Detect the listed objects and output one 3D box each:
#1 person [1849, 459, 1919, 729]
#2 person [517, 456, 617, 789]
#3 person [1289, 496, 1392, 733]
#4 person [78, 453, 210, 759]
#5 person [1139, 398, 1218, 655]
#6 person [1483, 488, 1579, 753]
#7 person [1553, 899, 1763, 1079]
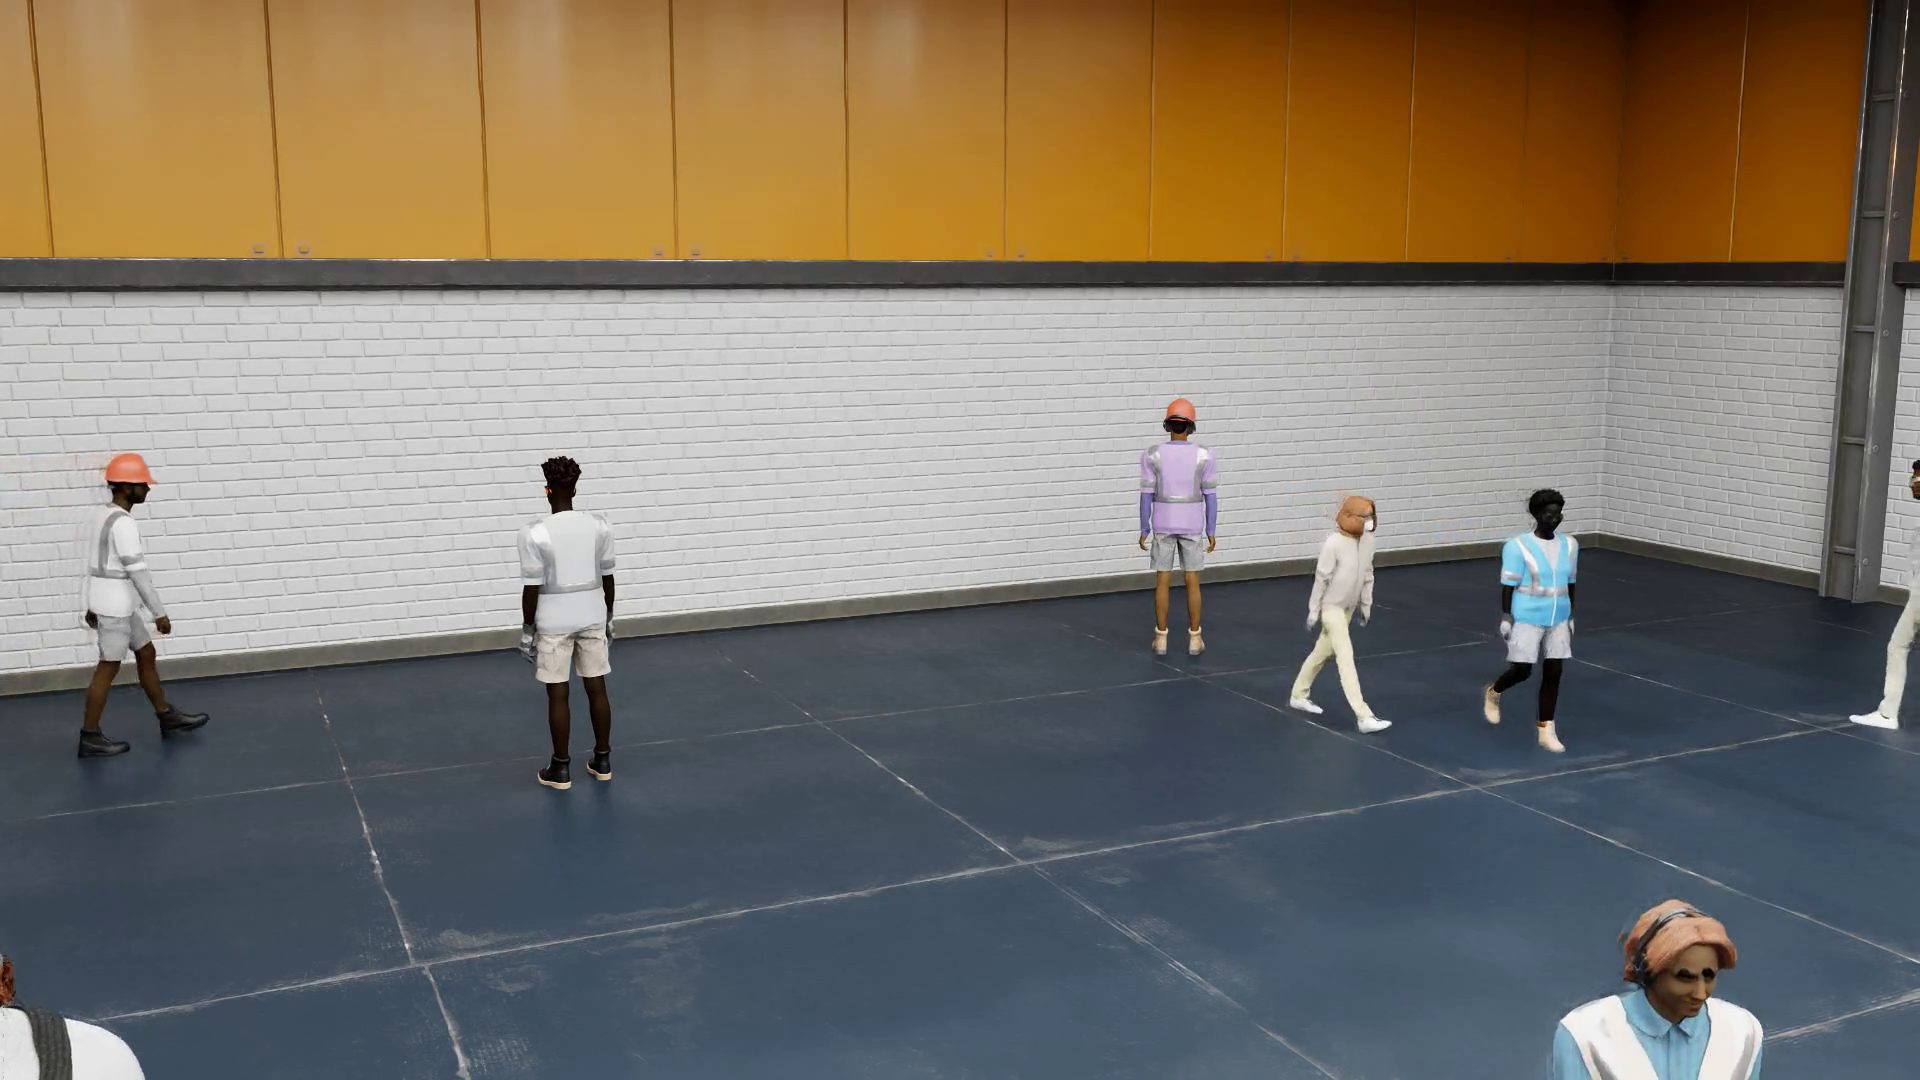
[{"bbox_3d":[6.380,0.382,10.827,0.519,1.845,0.856,-8,12,-40],"label":"person"},{"bbox_3d":[-2.306,0.482,9.804,0.601,1.967,0.369,-7,11,-35],"label":"person"},{"bbox_3d":[2.565,0.468,11.149,0.509,1.559,0.925,-8,12,-41],"label":"person"},{"bbox_3d":[-5.211,0.399,10.535,0.922,1.893,0.590,-7,12,-37],"label":"person"},{"bbox_3d":[1.729,-0.106,13.223,0.615,2.041,0.392,1,9,6],"label":"person"},{"bbox_3d":[3.667,0.488,10.658,0.542,1.684,0.577,-2,9,-15],"label":"person"},{"bbox_3d":[1.592,1.616,3.842,0.515,1.622,0.450,0,9,1],"label":"person"}]
